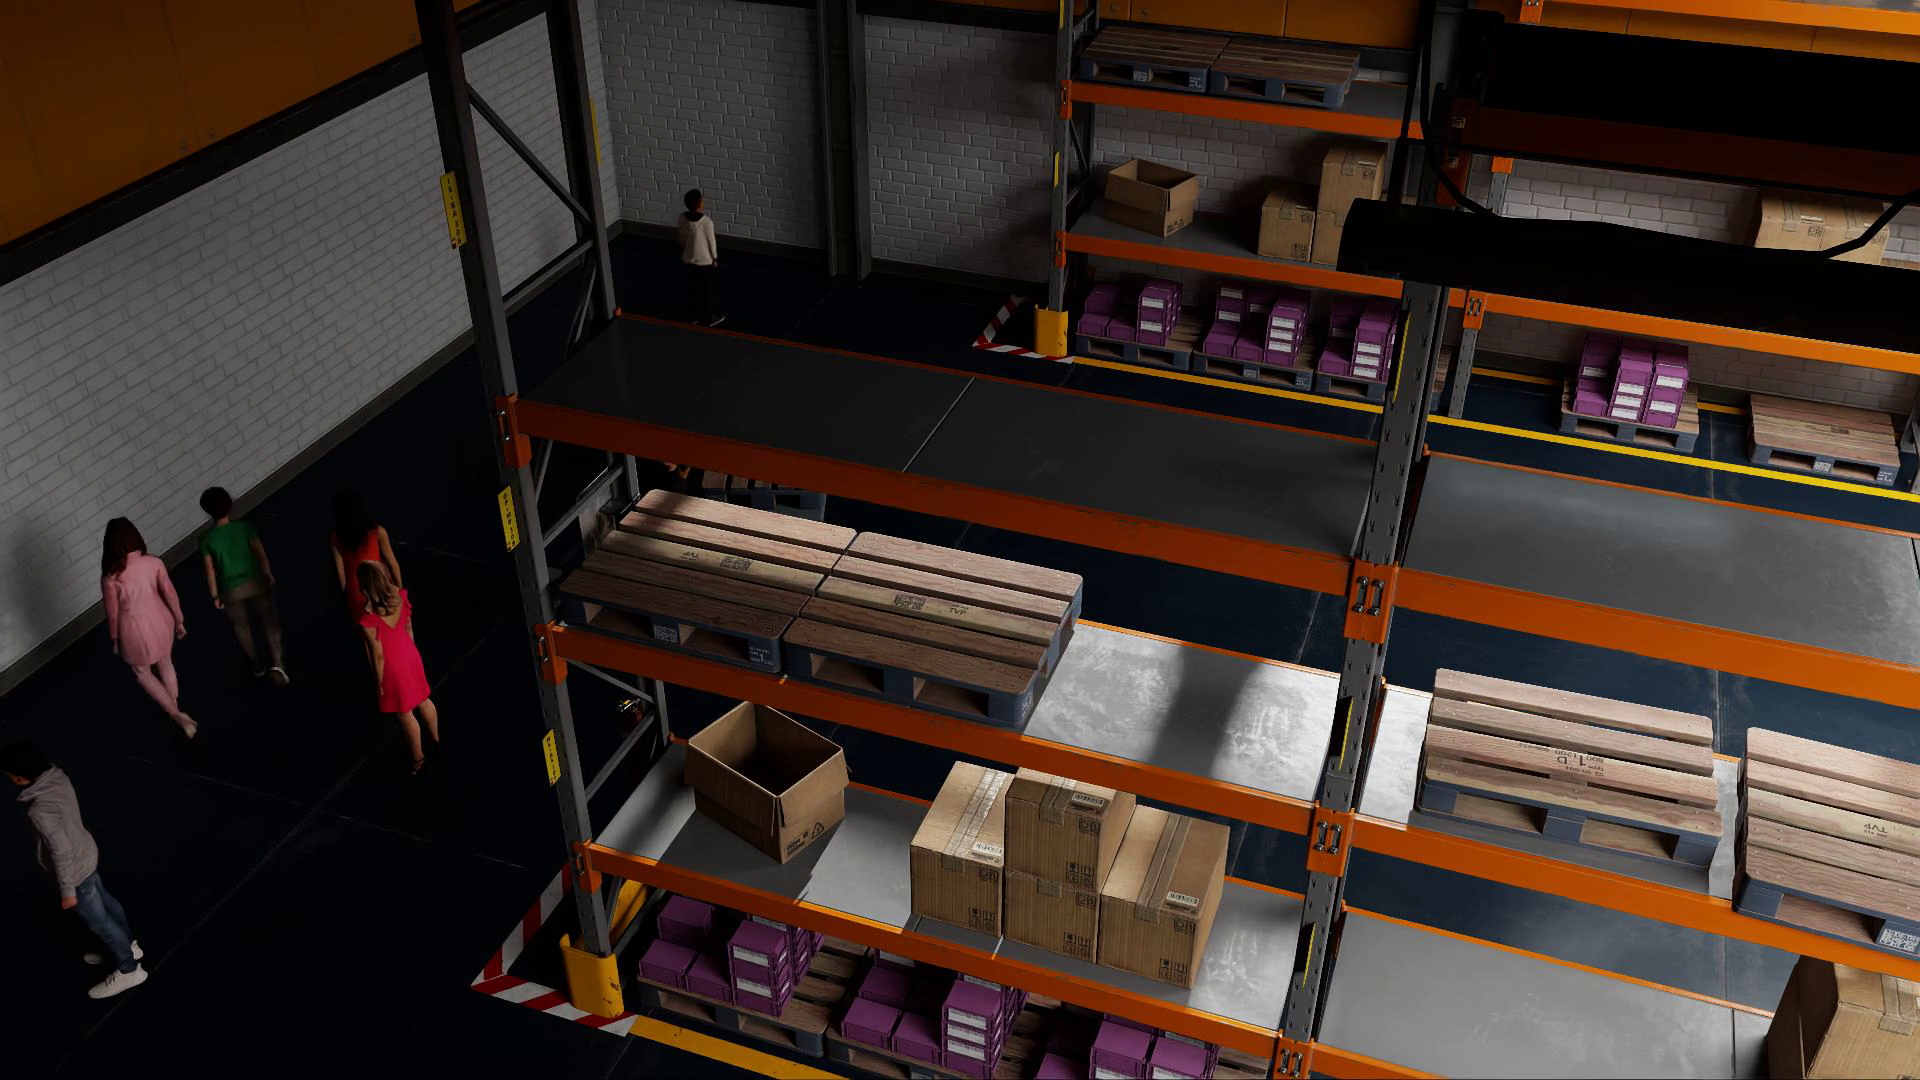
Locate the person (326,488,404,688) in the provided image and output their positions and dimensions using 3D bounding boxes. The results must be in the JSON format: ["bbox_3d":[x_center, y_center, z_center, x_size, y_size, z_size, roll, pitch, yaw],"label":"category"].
[{"bbox_3d":[-4.238,0.375,11.961,0.630,1.718,0.725,-9,35,-13],"label":"person"}]

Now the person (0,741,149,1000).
[{"bbox_3d":[-5.103,1.873,9.588,0.811,1.850,0.746,-15,36,-21],"label":"person"}]

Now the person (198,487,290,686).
[{"bbox_3d":[-5.156,0.368,12.044,0.918,1.638,1.010,-21,39,-28],"label":"person"}]

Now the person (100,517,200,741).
[{"bbox_3d":[-5.575,0.670,11.460,1.026,1.782,0.870,26,41,33],"label":"person"}]

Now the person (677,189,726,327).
[{"bbox_3d":[-2.710,-2.903,17.131,0.453,1.455,0.636,12,36,18],"label":"person"}]

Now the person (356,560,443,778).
[{"bbox_3d":[-3.787,0.858,11.225,0.555,1.728,0.581,14,36,20],"label":"person"}]
